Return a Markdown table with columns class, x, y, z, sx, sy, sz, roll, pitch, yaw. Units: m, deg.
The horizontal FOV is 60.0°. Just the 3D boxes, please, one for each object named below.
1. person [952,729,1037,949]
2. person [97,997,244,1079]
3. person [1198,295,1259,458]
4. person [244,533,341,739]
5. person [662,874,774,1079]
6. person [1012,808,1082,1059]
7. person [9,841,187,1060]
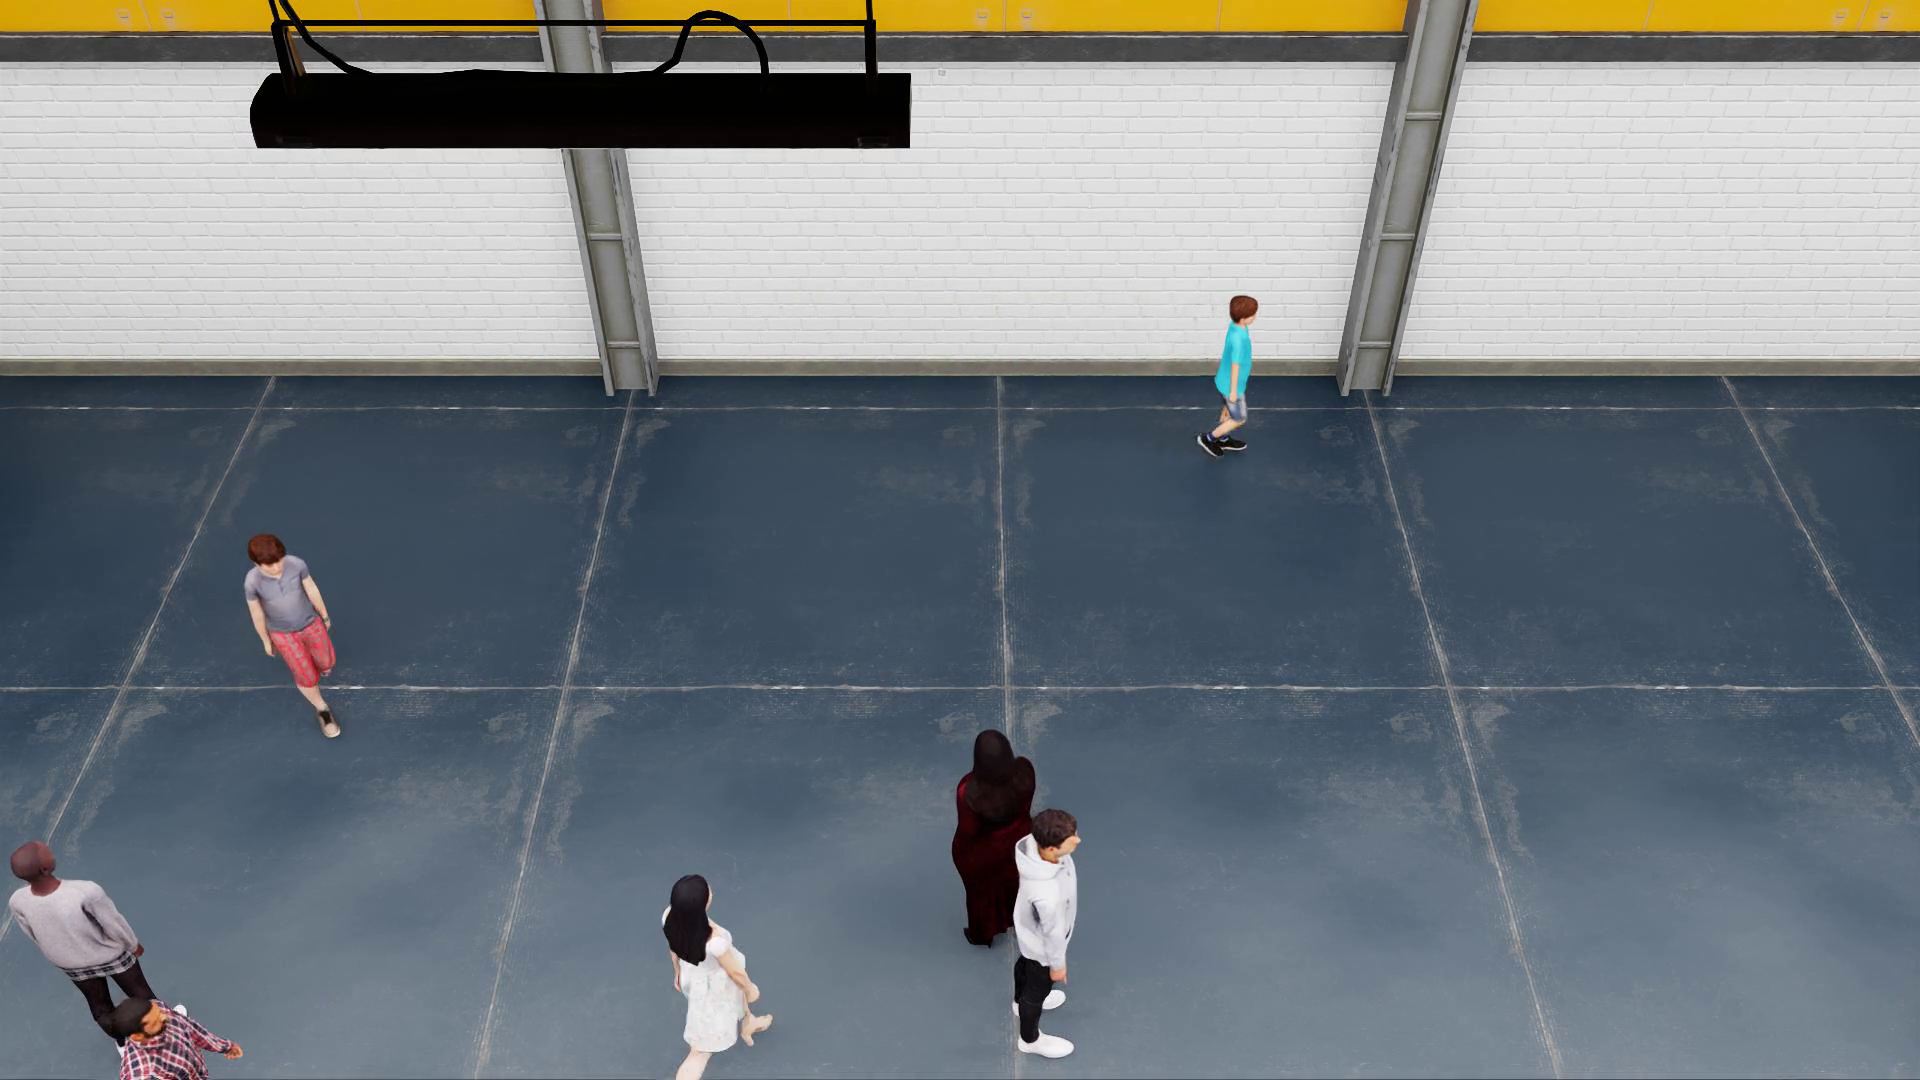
| class | x | y | z | sx | sy | sz | roll | pitch | yaw |
| --- | --- | --- | --- | --- | --- | --- | --- | --- | --- |
| person | 0.199 | 1.678 | 9.301 | 0.742 | 1.757 | 0.831 | -26 | 50 | -25 |
| person | -3.898 | 2.773 | 8.181 | 1.206 | 1.716 | 0.956 | -15 | 46 | -15 |
| person | 2.008 | -1.230 | 12.580 | 0.627 | 1.445 | 0.563 | 4 | 44 | 4 |
| person | -4.270 | 0.516 | 10.611 | 0.950 | 1.633 | 0.937 | -24 | 49 | -23 |
| person | -1.338 | 2.390 | 8.573 | 1.158 | 1.731 | 1.169 | 31 | 52 | 29 |
| person | 0.428 | 2.049 | 8.787 | 0.593 | 1.929 | 0.700 | -4 | 44 | -4 |
| person | -4.586 | 2.173 | 8.771 | 0.511 | 1.772 | 0.706 | -7 | 44 | -7 |
